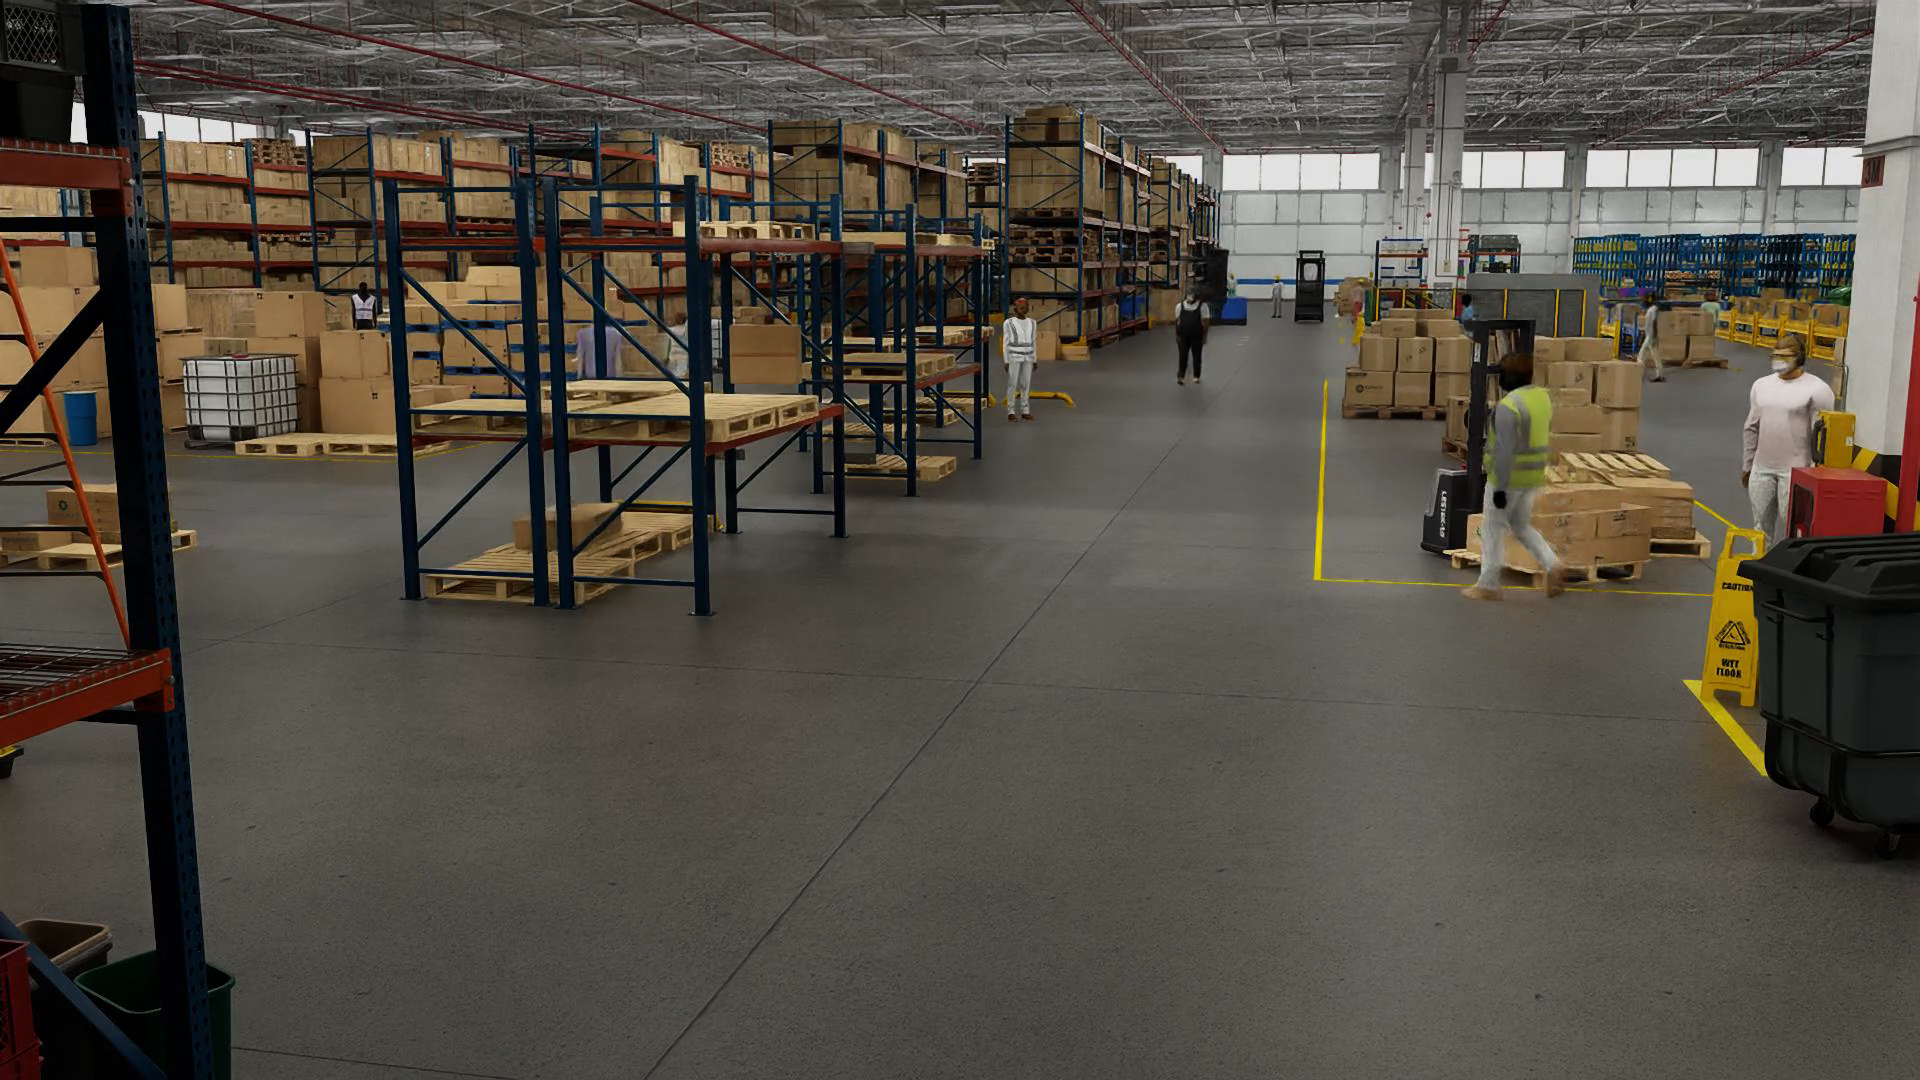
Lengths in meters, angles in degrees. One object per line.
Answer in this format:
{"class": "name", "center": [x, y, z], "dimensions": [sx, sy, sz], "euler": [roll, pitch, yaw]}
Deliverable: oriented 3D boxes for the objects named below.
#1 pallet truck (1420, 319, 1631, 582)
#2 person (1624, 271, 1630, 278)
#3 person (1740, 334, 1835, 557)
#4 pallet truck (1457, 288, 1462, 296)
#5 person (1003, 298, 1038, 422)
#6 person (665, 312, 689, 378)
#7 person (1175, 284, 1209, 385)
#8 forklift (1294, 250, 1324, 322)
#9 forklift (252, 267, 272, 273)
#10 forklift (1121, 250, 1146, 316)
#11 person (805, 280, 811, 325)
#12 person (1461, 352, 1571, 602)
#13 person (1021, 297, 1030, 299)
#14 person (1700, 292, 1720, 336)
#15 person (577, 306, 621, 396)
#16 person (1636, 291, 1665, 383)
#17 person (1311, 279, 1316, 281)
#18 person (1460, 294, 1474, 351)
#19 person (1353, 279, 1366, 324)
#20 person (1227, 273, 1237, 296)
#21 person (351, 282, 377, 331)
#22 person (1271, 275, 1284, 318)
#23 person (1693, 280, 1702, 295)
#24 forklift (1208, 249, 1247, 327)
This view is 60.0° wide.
{"class": "pallet truck", "center": [4.543, -0.757, 13.299], "dimensions": [0.823, 1.965, 1.885], "euler": [-4, 10, -22]}
{"class": "person", "center": [32.290, -12.095, 80.587], "dimensions": [0.403, 1.943, 0.617], "euler": [5, 11, 28]}
{"class": "person", "center": [5.941, -0.512, 12.023], "dimensions": [0.357, 1.937, 0.638], "euler": [-6, 11, -30]}
{"class": "pallet truck", "center": [20.506, -9.785, 68.819], "dimensions": [0.653, 1.274, 1.630], "euler": [2, 10, 12]}
{"class": "person", "center": [0.927, -2.746, 25.414], "dimensions": [0.584, 1.882, 0.345], "euler": [-5, 11, -28]}
{"class": "person", "center": [-4.629, -2.982, 27.639], "dimensions": [0.539, 1.596, 0.849], "euler": [5, 11, 27]}
{"class": "person", "center": [4.576, -4.090, 32.908], "dimensions": [0.687, 2.000, 1.022], "euler": [3, 10, 15]}
{"class": "forklift", "center": [13.778, -10.002, 65.433], "dimensions": [1.129, 2.768, 1.873], "euler": [2, 10, 12]}
{"class": "forklift", "center": [-24.539, -8.881, 58.796], "dimensions": [1.129, 2.768, 1.873], "euler": [1, 10, 6]}
{"class": "forklift", "center": [6.117, -9.370, 61.692], "dimensions": [1.873, 2.768, 1.129], "euler": [2, 10, 11]}
{"class": "person", "center": [-5.622, -8.882, 62.306], "dimensions": [0.555, 1.694, 0.317], "euler": [-3, 10, -19]}
{"class": "person", "center": [4.011, -0.431, 11.888], "dimensions": [0.646, 1.820, 0.684], "euler": [-8, 13, -40]}
{"class": "person", "center": [2.657, -9.363, 65.364], "dimensions": [0.512, 1.620, 0.382], "euler": [0, 10, 2]}
{"class": "person", "center": [19.683, -5.705, 43.758], "dimensions": [0.523, 1.603, 0.750], "euler": [1, 10, 9]}
{"class": "person", "center": [-4.889, -2.285, 22.606], "dimensions": [0.601, 1.907, 0.541], "euler": [-5, 11, -27]}
{"class": "person", "center": [13.783, -4.074, 33.456], "dimensions": [0.954, 1.821, 0.545], "euler": [3, 10, 19]}
{"class": "person", "center": [14.705, -10.054, 69.397], "dimensions": [0.533, 1.647, 0.912], "euler": [-3, 10, -16]}
{"class": "person", "center": [11.772, -4.839, 38.364], "dimensions": [0.475, 1.680, 0.535], "euler": [1, 10, 5]}
{"class": "person", "center": [15.050, -8.964, 62.622], "dimensions": [0.386, 1.743, 0.542], "euler": [-8, 12, -38]}
{"class": "person", "center": [14.499, -13.377, 88.791], "dimensions": [0.552, 1.725, 0.853], "euler": [2, 10, 14]}
{"class": "person", "center": [-14.845, -5.469, 41.475], "dimensions": [0.591, 1.910, 0.387], "euler": [-5, 11, -25]}
{"class": "person", "center": [13.392, -10.284, 70.248], "dimensions": [0.404, 1.825, 0.593], "euler": [-8, 13, -40]}
{"class": "person", "center": [36.207, -12.216, 81.701], "dimensions": [0.559, 1.820, 0.573], "euler": [4, 10, 23]}
{"class": "forklift", "center": [9.463, -9.205, 60.714], "dimensions": [1.873, 2.768, 1.129], "euler": [-3, 10, -16]}
